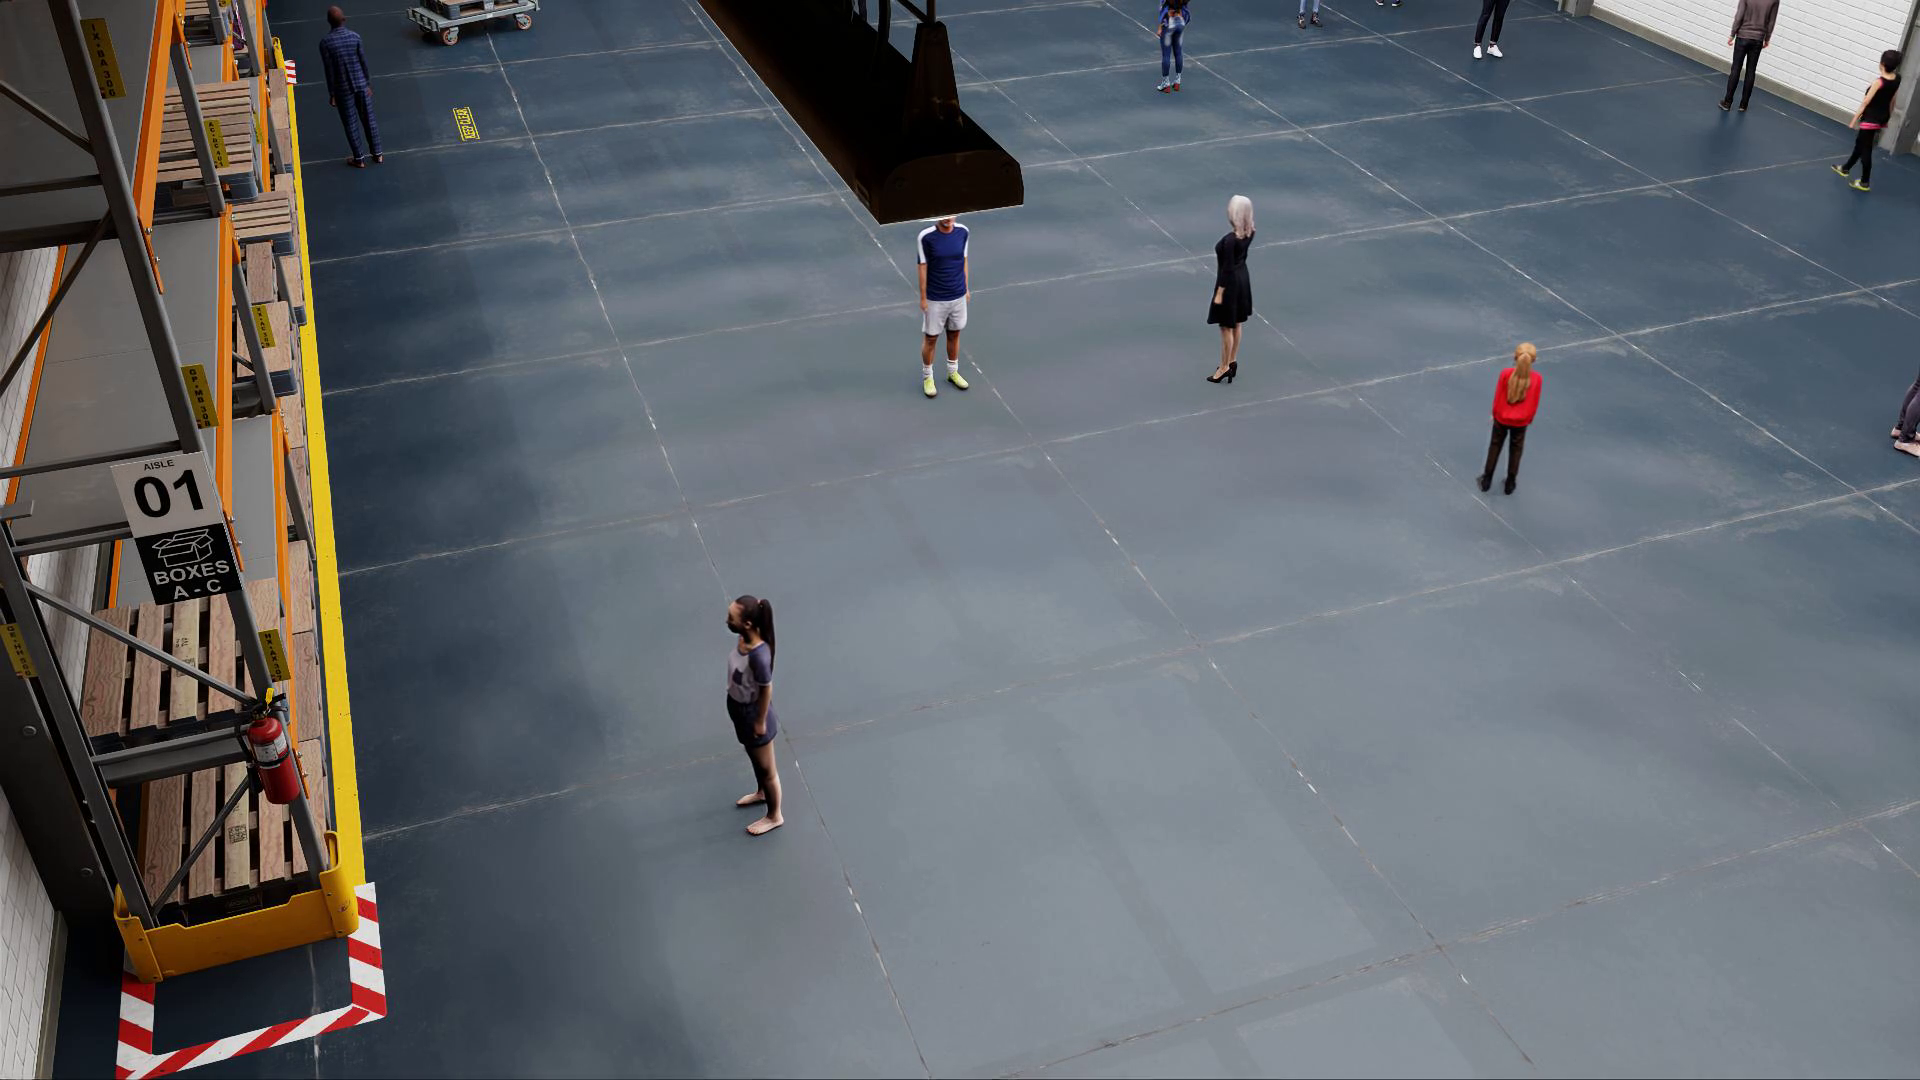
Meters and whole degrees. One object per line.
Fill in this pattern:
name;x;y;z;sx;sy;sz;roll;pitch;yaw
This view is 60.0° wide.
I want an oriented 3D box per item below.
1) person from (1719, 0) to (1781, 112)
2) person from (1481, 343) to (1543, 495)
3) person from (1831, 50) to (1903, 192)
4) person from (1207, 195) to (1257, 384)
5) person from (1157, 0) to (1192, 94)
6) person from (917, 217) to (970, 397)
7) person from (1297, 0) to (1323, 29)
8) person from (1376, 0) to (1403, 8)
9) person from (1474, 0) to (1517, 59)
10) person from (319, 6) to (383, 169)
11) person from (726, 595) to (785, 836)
person;9.806;-6.225;20.639;0.717;1.768;0.719;2;34;3
person;4.376;-0.969;13.172;0.565;1.281;0.610;8;35;12
person;10.211;-4.638;18.465;0.625;1.533;0.857;-16;37;-22
person;2.381;-2.204;14.609;0.739;1.747;0.698;20;38;27
person;2.716;-6.563;21.284;0.640;1.618;0.582;-16;37;-22
person;-0.141;-2.152;14.449;0.657;1.839;0.589;-16;37;-22
person;5.080;-8.182;23.628;0.593;1.719;0.515;-10;35;-14
person;6.423;-8.786;24.484;0.690;1.777;0.717;9;35;14
person;7.260;-7.457;22.447;0.765;1.818;0.663;-5;34;-7
person;-6.984;-5.195;19.044;0.739;1.818;0.714;-26;41;-33
person;-1.210;1.012;9.857;0.647;1.650;0.445;-12;35;-17
